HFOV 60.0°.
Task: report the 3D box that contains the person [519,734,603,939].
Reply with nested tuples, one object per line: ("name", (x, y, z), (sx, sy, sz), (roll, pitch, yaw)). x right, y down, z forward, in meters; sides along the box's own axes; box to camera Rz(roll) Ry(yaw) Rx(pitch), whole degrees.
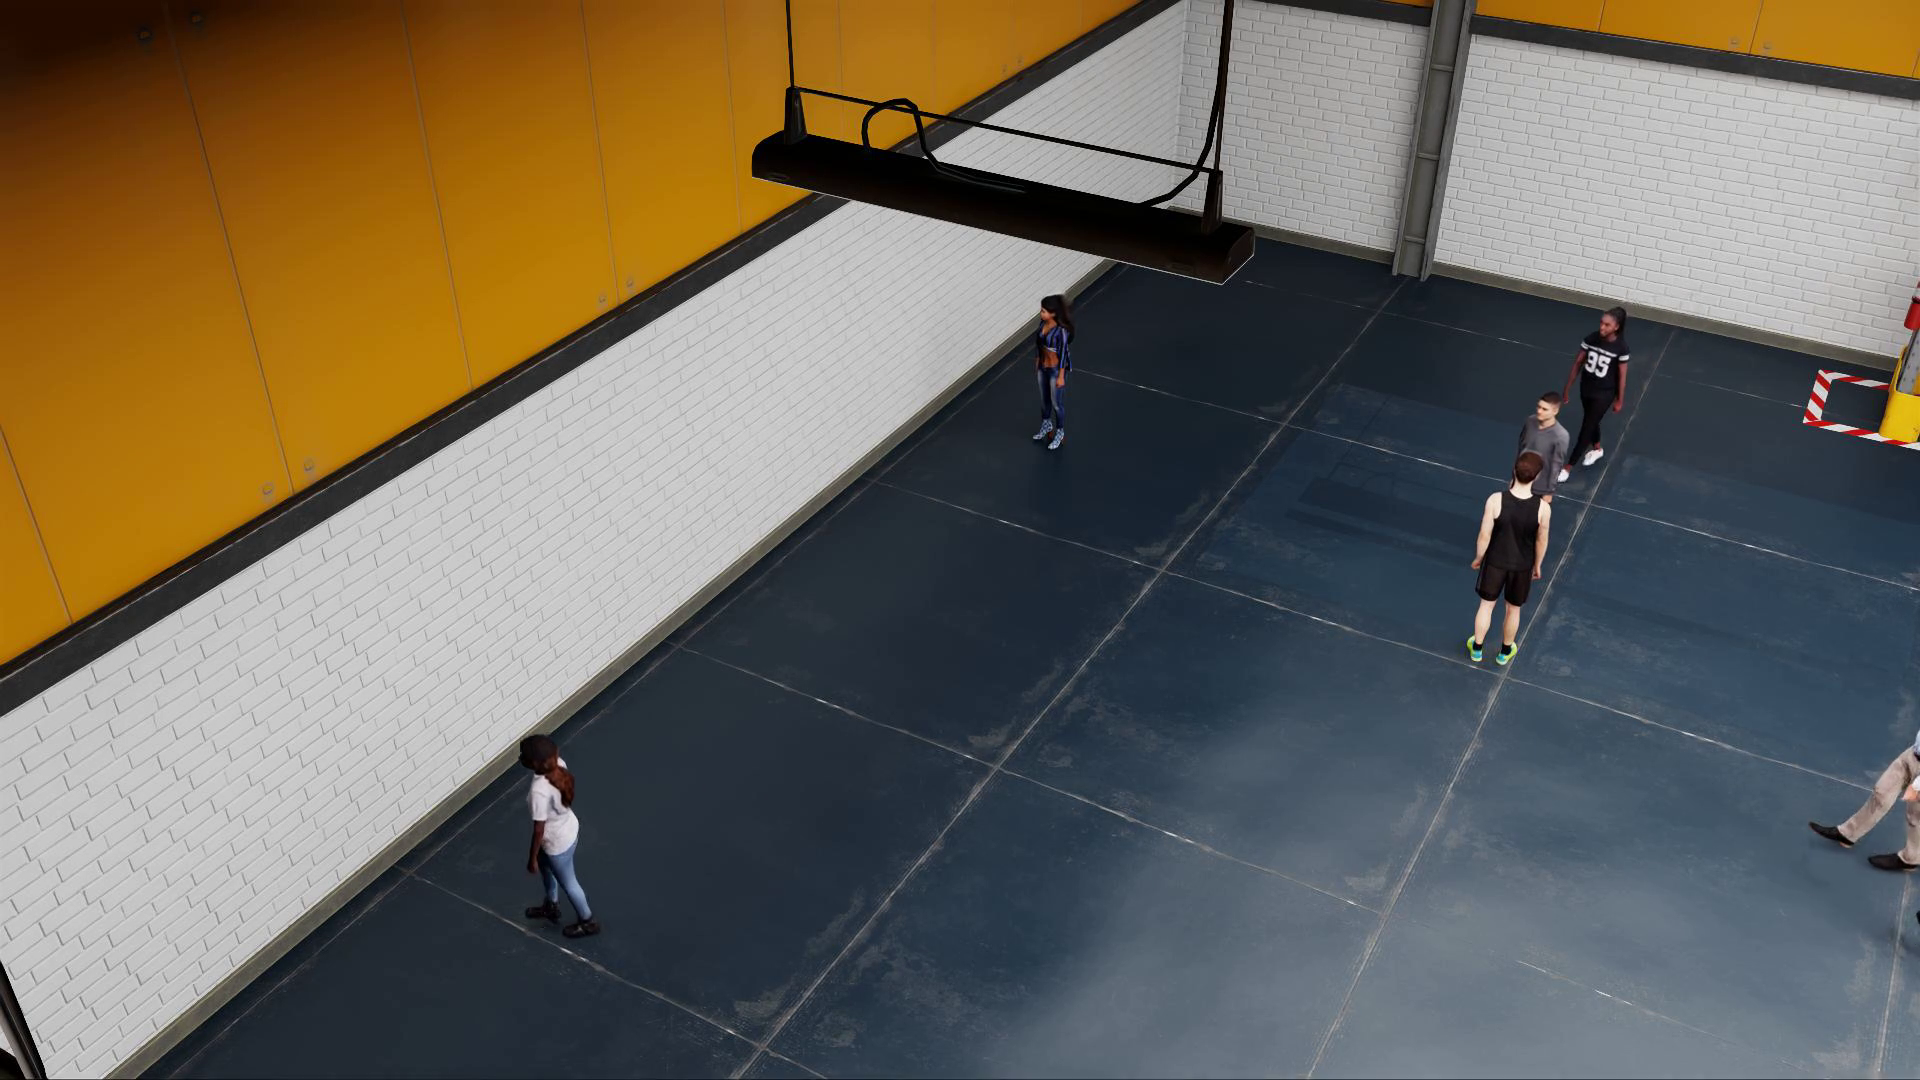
("person", (-2.496, 1.904, 10.605), (0.898, 1.715, 0.811), (0, 34, 1))

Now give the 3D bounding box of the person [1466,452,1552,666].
("person", (4.311, 0.161, 13.067), (0.584, 1.892, 0.785), (11, 35, 16))

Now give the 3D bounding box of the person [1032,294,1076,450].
("person", (0.887, -1.635, 16.016), (0.756, 1.619, 0.629), (-22, 39, -29))

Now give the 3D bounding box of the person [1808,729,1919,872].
("person", (6.524, 1.523, 11.080), (1.018, 1.822, 0.822), (9, 35, 13))

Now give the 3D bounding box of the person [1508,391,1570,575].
("person", (4.891, -0.486, 14.160), (0.742, 1.759, 0.604), (-21, 39, -28))

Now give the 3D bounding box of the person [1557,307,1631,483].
("person", (6.008, -1.386, 15.575), (0.977, 1.691, 1.158), (-24, 41, -32))
